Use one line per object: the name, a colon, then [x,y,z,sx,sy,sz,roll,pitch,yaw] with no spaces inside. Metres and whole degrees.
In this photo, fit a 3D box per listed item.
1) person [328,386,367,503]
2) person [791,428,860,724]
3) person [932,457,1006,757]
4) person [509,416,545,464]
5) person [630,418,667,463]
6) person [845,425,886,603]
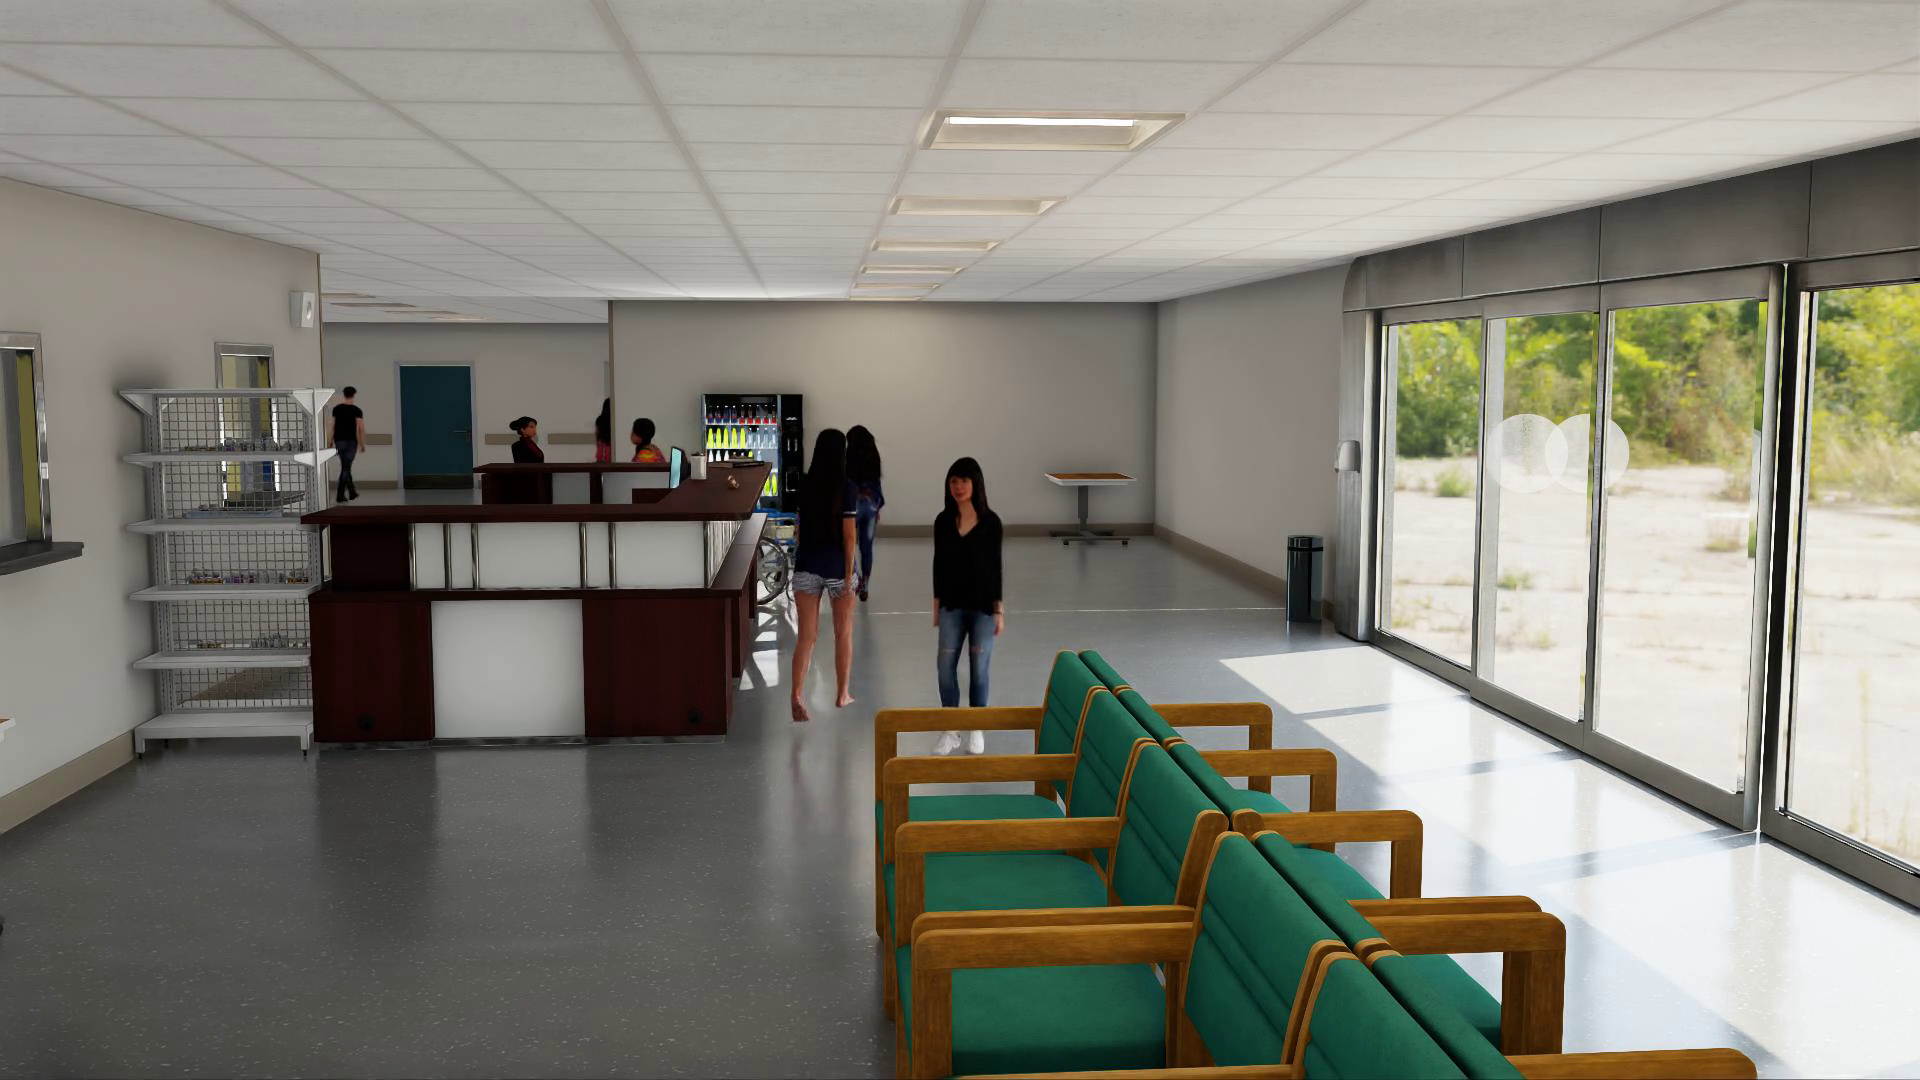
person: [-9.885,-1.509,26.673,1.019,1.847,0.879,0,6,4]
person: [-0.844,0.242,9.885,1.121,1.722,0.835,1,6,10]
person: [0.070,0.361,9.152,0.652,1.633,0.726,1,6,11]
person: [-4.543,-0.483,17.506,0.714,1.640,0.655,1,6,14]
person: [-3.009,-0.369,16.365,1.233,1.641,0.818,1,6,7]
person: [-0.896,-0.235,15.169,0.591,1.615,0.735,-1,6,-14]
